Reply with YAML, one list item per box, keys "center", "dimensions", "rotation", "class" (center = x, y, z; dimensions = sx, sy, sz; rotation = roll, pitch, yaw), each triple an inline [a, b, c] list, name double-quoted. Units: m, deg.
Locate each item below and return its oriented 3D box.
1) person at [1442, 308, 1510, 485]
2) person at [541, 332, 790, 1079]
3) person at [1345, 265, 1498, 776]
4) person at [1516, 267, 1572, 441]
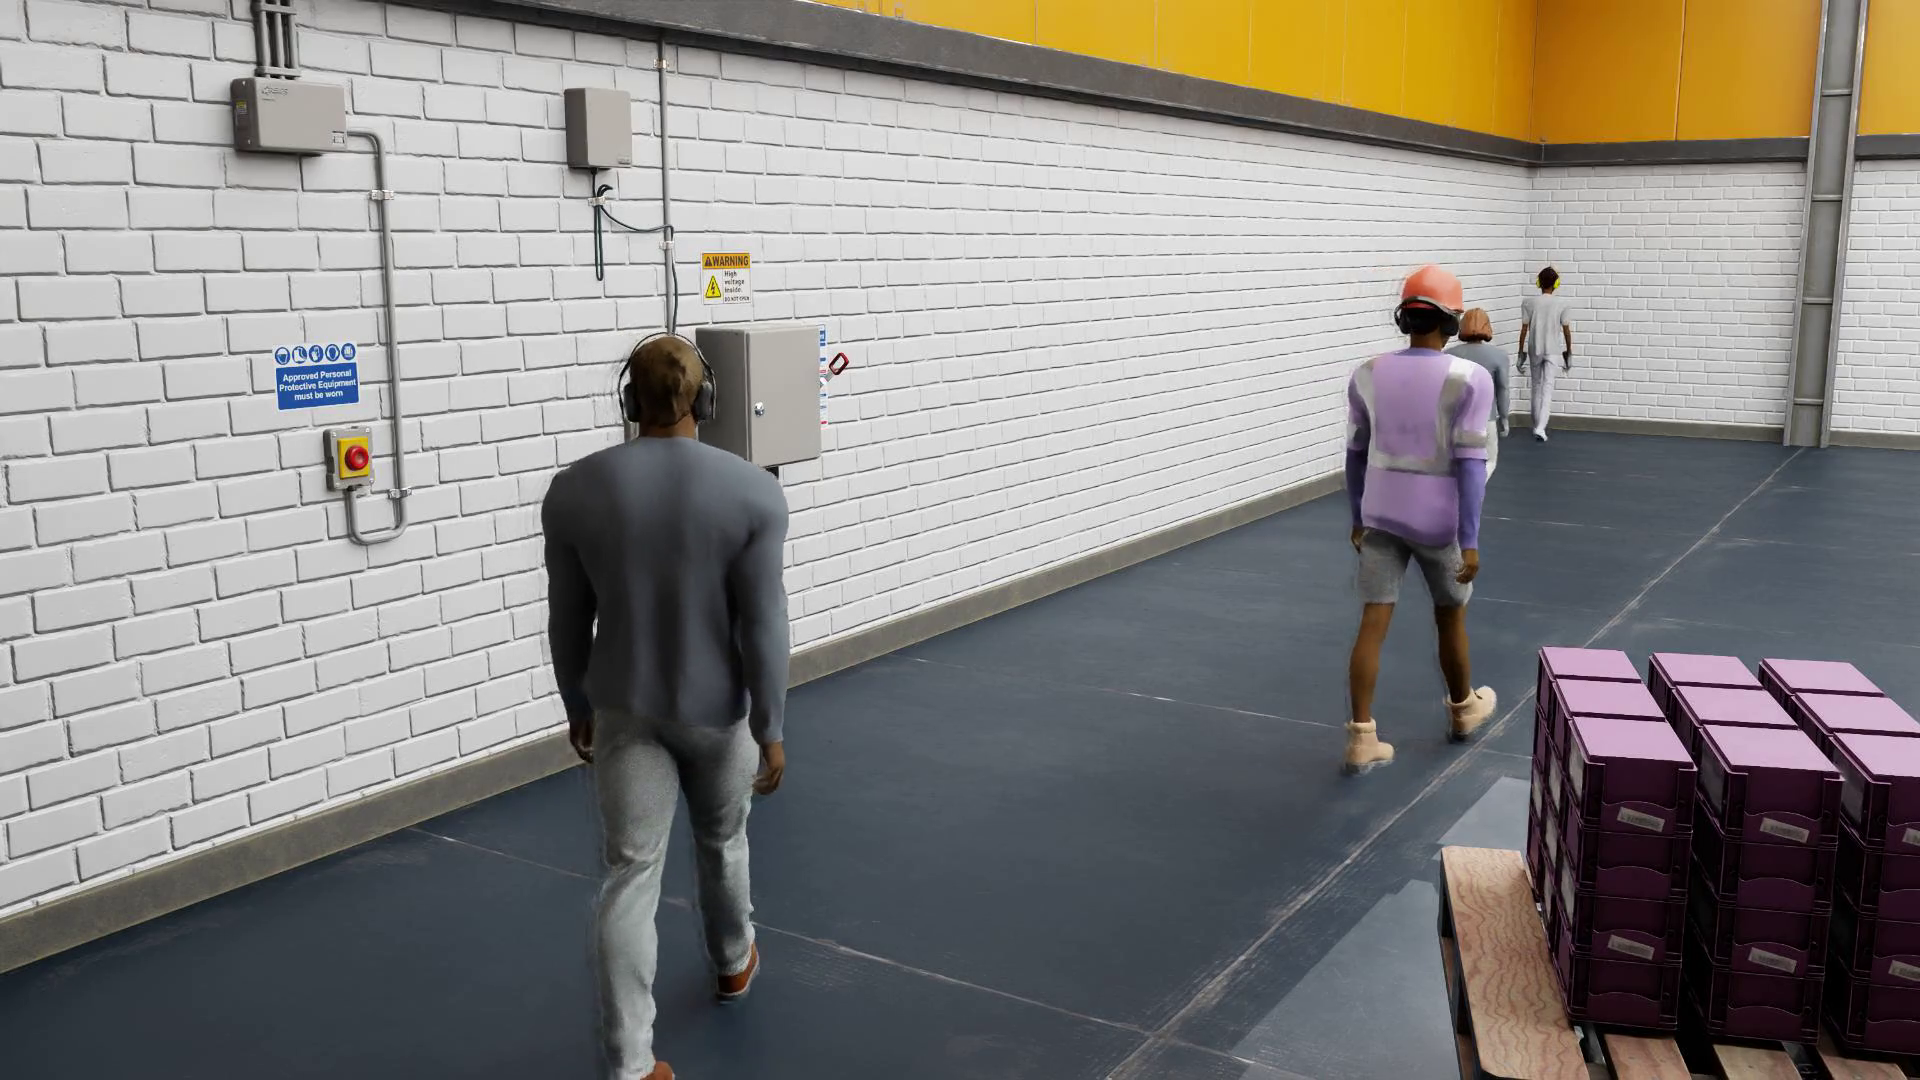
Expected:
- center: [3.690, -0.862, 12.004]
  dimensions: [0.517, 1.618, 0.482]
  rotation: [6, 12, 29]
  class: "person"
- center: [-0.736, 0.424, 4.196]
  dimensions: [0.630, 1.882, 1.041]
  rotation: [0, 10, 1]
  class: "person"
- center: [1.865, -0.096, 6.727]
  dimensions: [0.630, 1.989, 1.026]
  rotation: [8, 13, 38]
  class: "person"
- center: [6.183, -1.972, 17.595]
  dimensions: [0.538, 1.831, 0.940]
  rotation: [6, 12, 29]
  class: "person"
